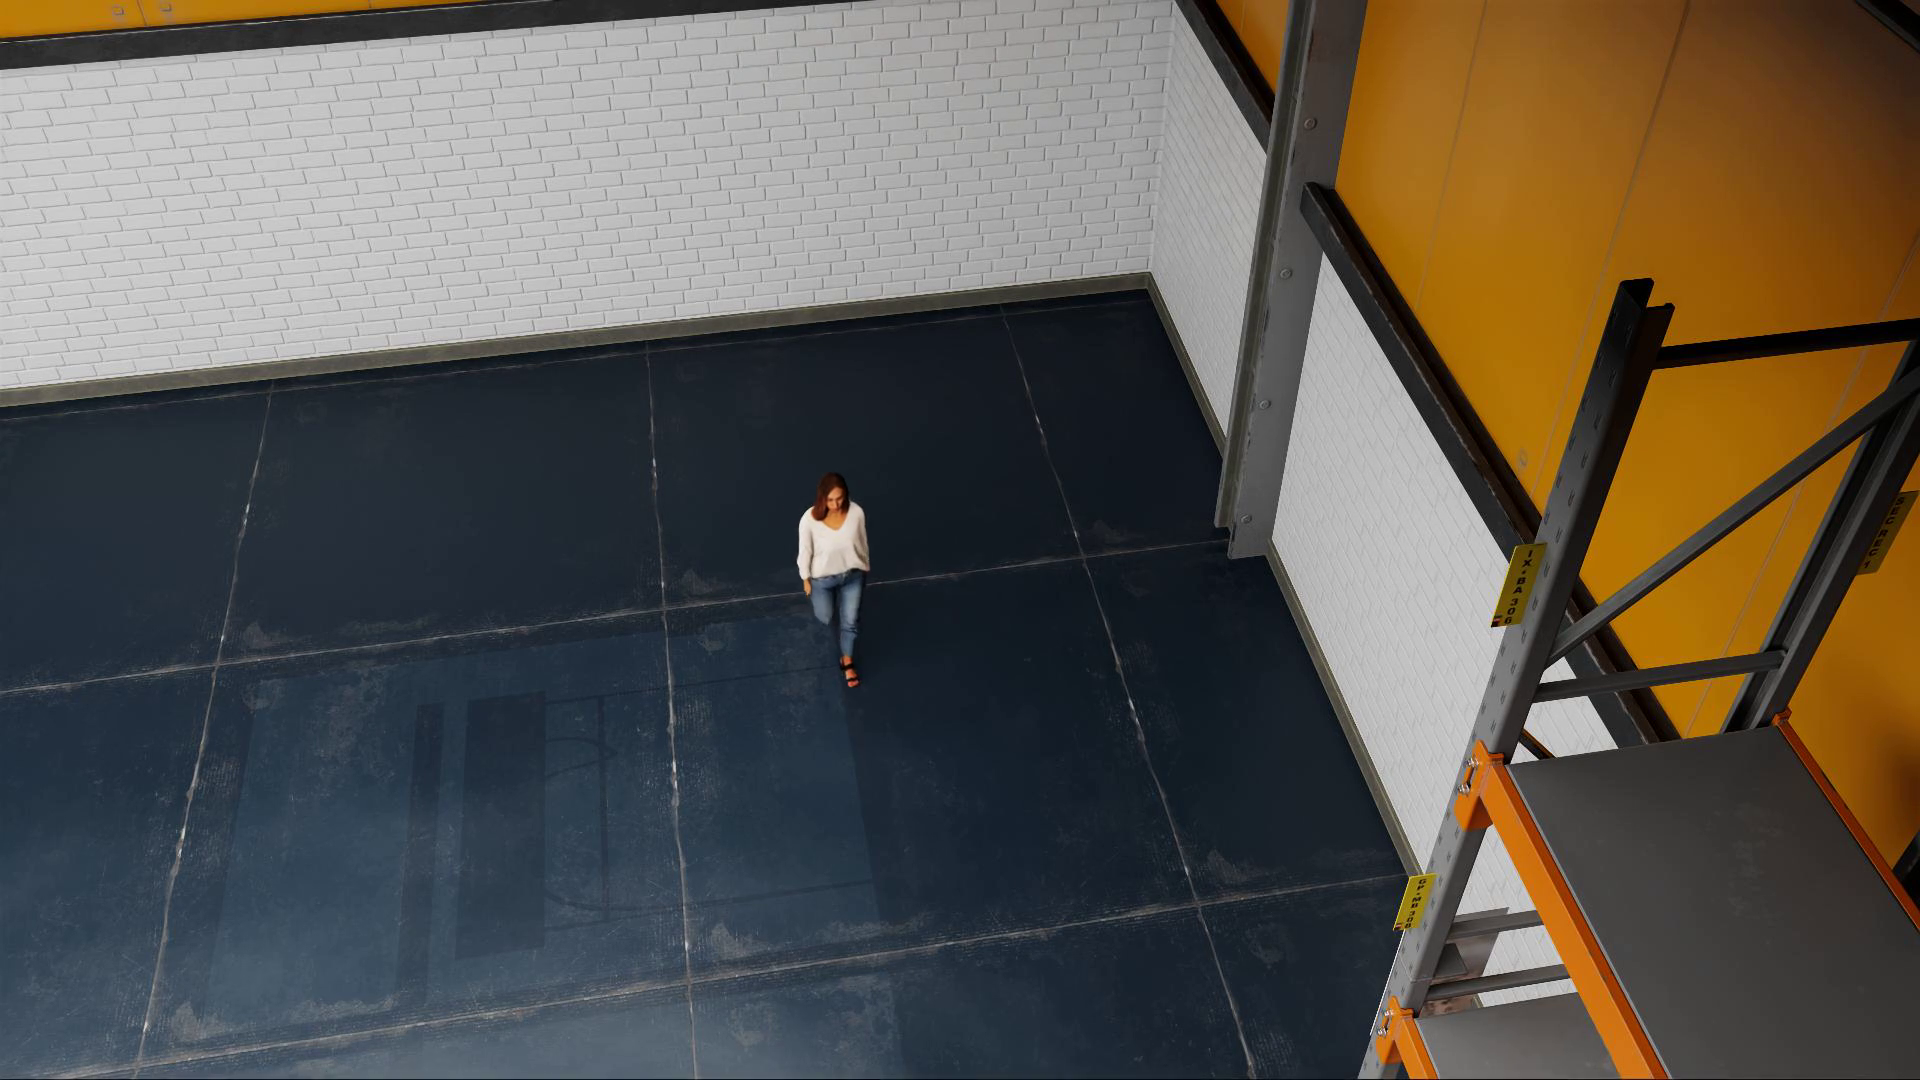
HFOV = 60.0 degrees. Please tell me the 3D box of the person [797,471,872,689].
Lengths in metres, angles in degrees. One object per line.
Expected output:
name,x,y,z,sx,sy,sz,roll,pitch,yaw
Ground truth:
person,-0.815,0.173,10.726,0.681,1.662,0.935,-12,45,-12
